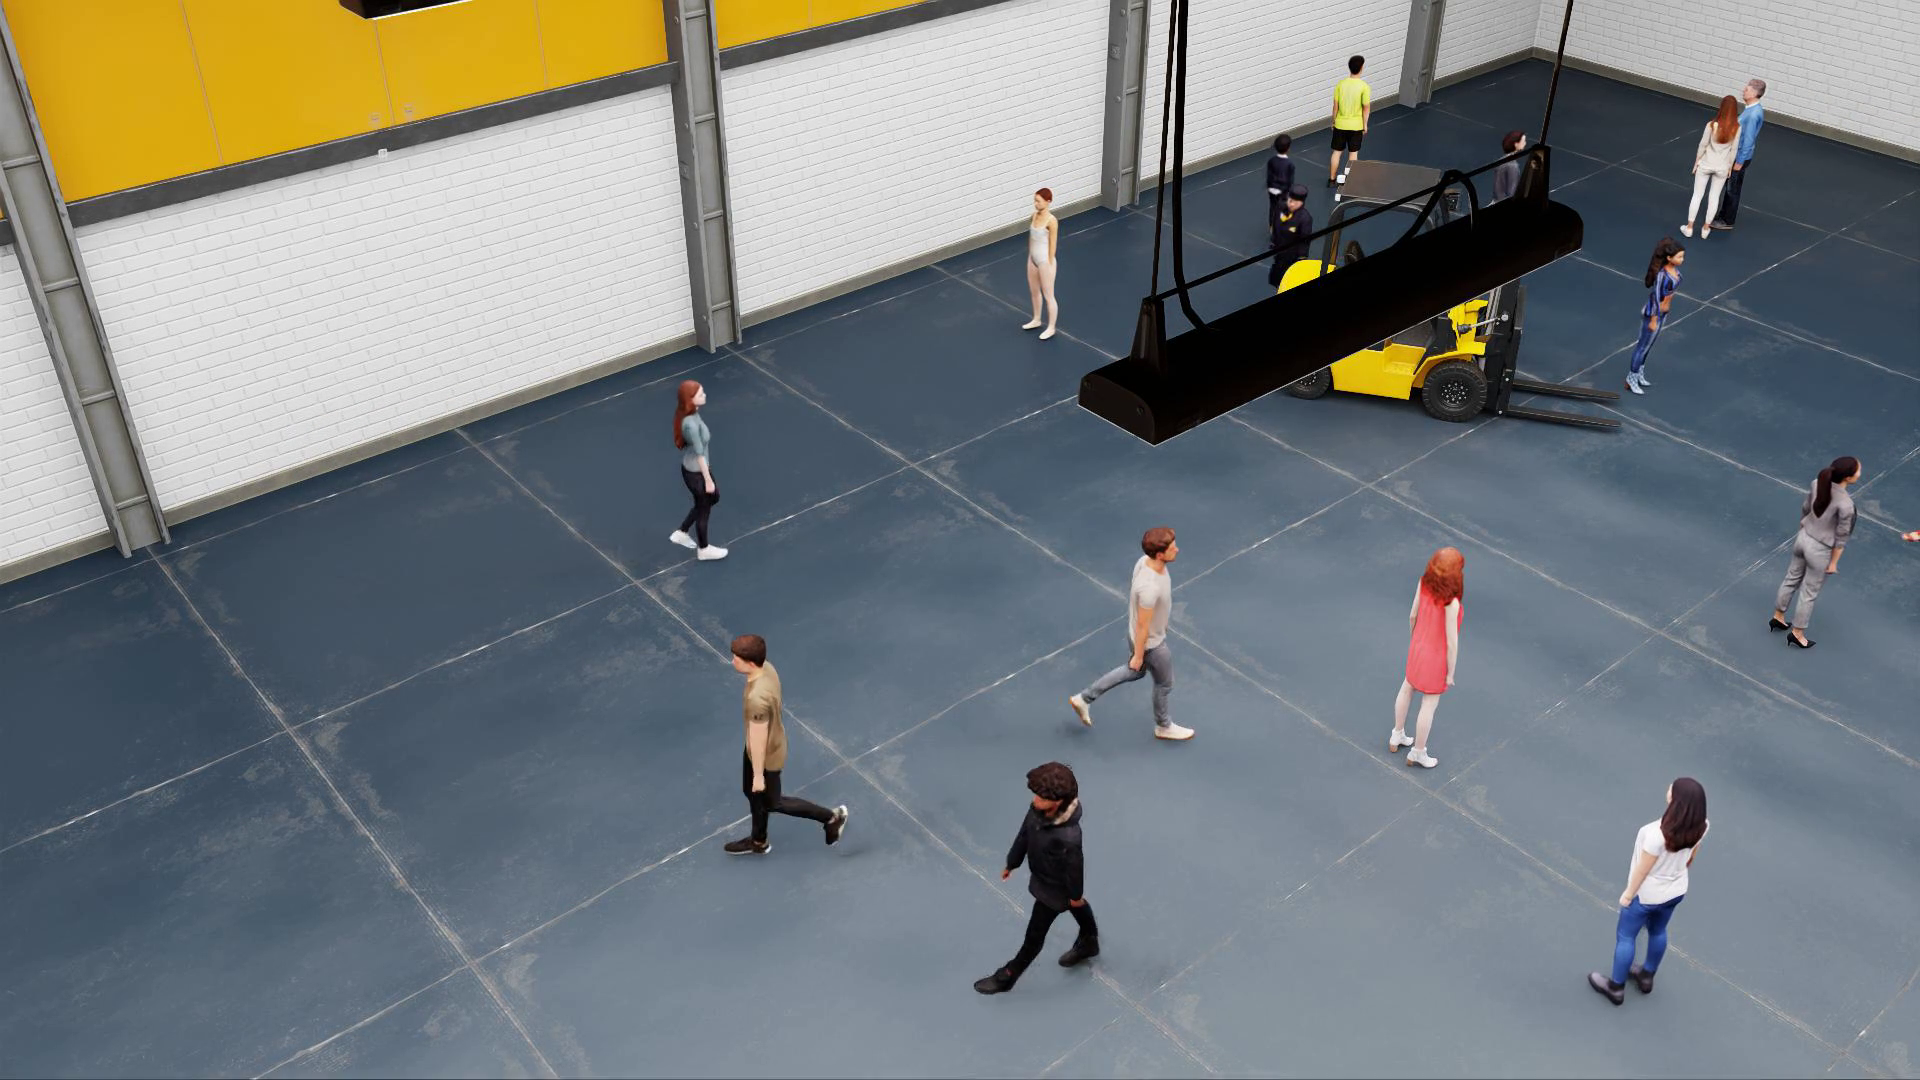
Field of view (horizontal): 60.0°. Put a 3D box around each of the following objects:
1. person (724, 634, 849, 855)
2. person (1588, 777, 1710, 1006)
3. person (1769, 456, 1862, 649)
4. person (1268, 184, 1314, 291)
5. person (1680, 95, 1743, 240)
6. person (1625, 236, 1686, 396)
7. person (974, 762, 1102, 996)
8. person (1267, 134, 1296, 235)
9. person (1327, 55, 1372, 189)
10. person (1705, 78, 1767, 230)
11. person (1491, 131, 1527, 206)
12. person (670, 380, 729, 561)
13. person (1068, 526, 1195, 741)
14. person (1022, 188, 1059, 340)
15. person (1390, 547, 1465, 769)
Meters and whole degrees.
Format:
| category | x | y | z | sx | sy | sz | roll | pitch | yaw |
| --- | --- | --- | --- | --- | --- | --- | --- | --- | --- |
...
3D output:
| category | x | y | z | sx | sy | sz | roll | pitch | yaw |
| --- | --- | --- | --- | --- | --- | --- | --- | --- | --- |
| person | -1.180 | 1.379 | 10.911 | 1.208 | 1.825 | 1.053 | -4 | 34 | -6 |
| person | 4.170 | 2.115 | 9.940 | 0.565 | 1.676 | 0.720 | -14 | 36 | -20 |
| person | 6.688 | 0.077 | 13.004 | 0.723 | 1.677 | 0.708 | -7 | 34 | -10 |
| person | 3.551 | -3.003 | 17.664 | 0.872 | 1.647 | 0.739 | -19 | 38 | -26 |
| person | 8.950 | -4.423 | 19.747 | 0.668 | 1.708 | 0.700 | 8 | 34 | 12 |
| person | 6.912 | -2.240 | 16.546 | 0.700 | 1.615 | 0.542 | 24 | 41 | 32 |
| person | 0.646 | 2.008 | 10.058 | 1.200 | 1.721 | 0.886 | -12 | 35 | -17 |
| person | 3.812 | -4.231 | 19.901 | 0.573 | 1.218 | 0.592 | 21 | 39 | 28 |
| person | 4.928 | -5.281 | 21.038 | 0.692 | 1.708 | 0.671 | 16 | 37 | 22 |
| person | 9.378 | -4.649 | 19.988 | 0.808 | 1.818 | 0.699 | 9 | 35 | 14 |
| person | 6.016 | -3.718 | 18.649 | 1.072 | 1.748 | 1.003 | 2 | 34 | 3 |
| person | -2.266 | -0.540 | 13.882 | 0.831 | 1.732 | 0.751 | -6 | 34 | -9 |
| person | 1.249 | 0.691 | 11.911 | 1.233 | 1.865 | 1.144 | 1 | 34 | 2 |
| person | 0.875 | -2.943 | 17.579 | 0.457 | 1.643 | 0.543 | -24 | 40 | -31 |
| person | 3.307 | 0.825 | 11.742 | 0.594 | 1.828 | 0.642 | -14 | 36 | -20 |
